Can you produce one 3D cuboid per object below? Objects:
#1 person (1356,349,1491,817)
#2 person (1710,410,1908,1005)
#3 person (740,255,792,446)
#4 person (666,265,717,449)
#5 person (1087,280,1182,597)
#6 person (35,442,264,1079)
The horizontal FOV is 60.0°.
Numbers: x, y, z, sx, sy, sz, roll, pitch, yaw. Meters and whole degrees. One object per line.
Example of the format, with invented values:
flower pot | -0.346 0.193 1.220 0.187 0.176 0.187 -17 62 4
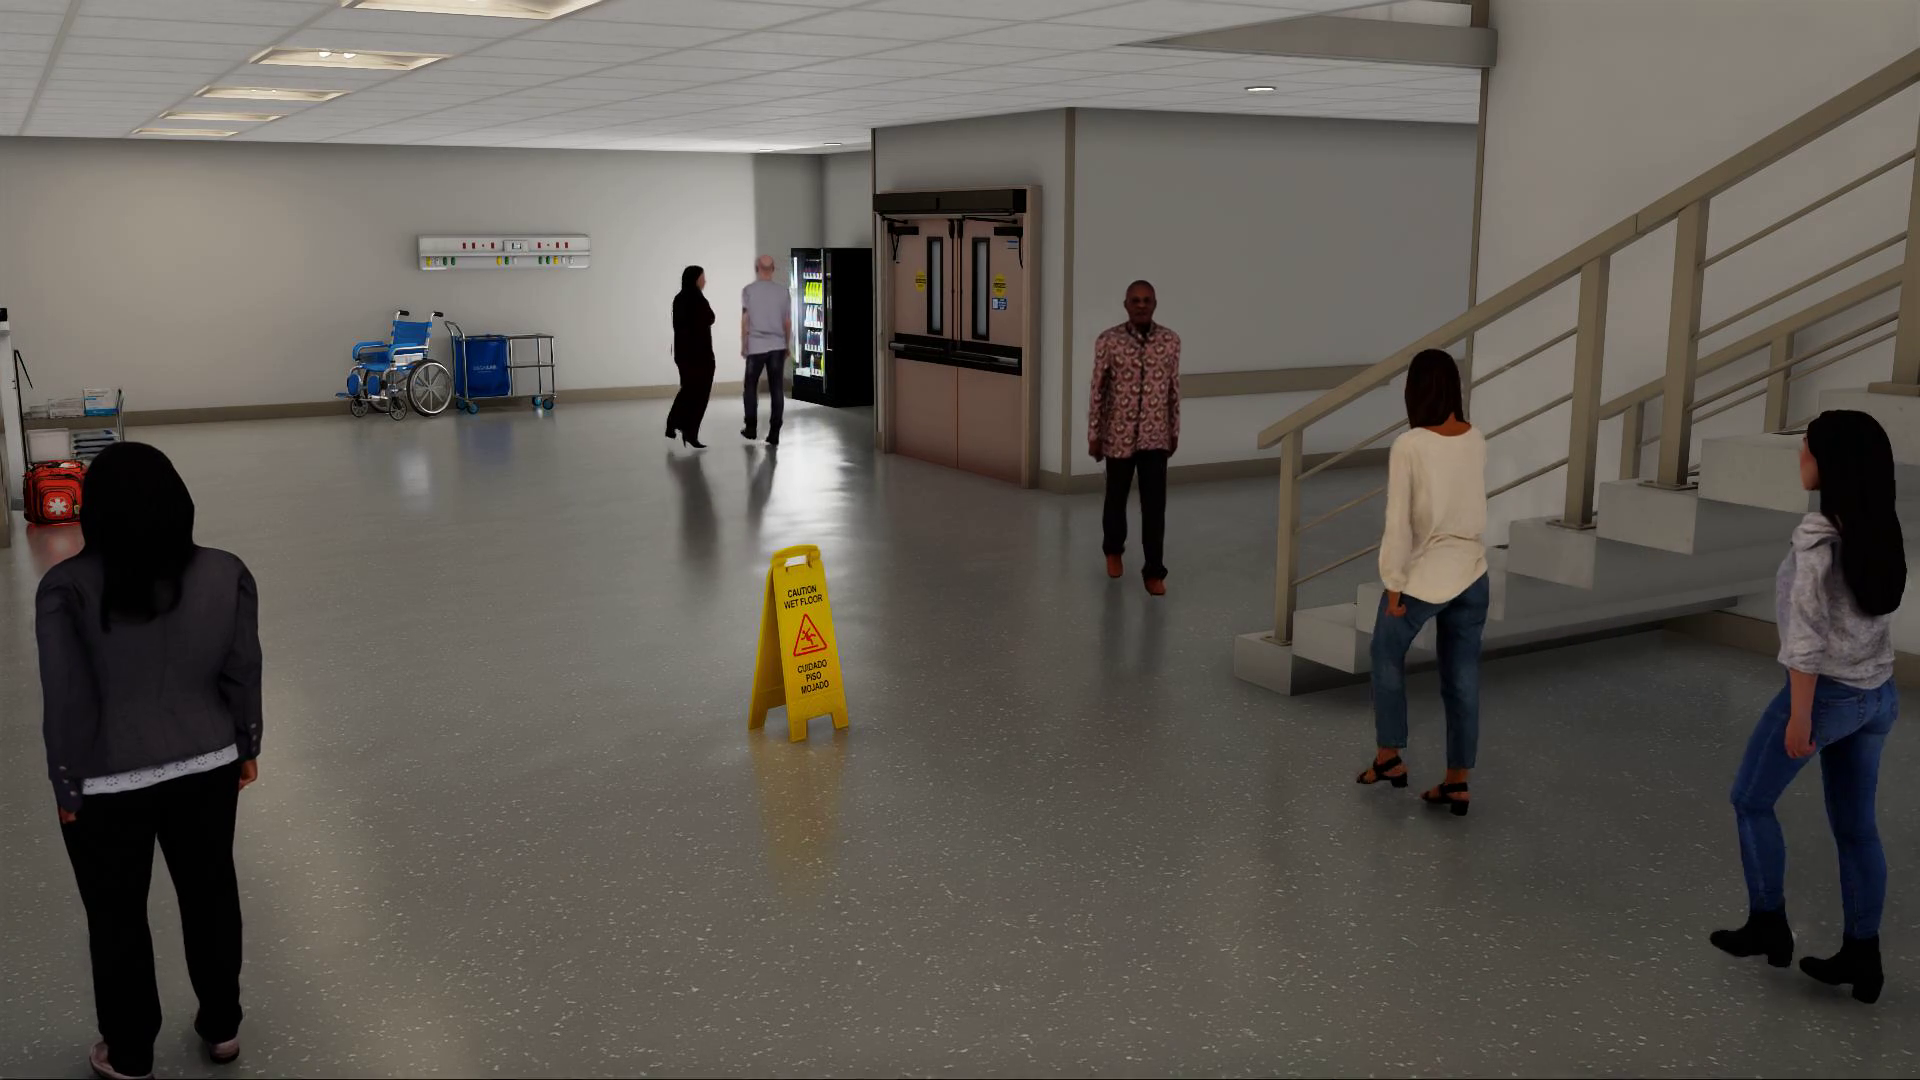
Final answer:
person | 1.750 0.173 5.924 0.707 1.665 0.762 -3 11 -16
person | 2.433 0.474 4.480 0.639 1.612 0.664 -7 13 -31
person | -1.849 -1.808 15.982 0.799 1.807 0.994 -4 11 -20
person | -2.558 -1.729 15.781 0.587 1.726 0.878 10 15 42
person | 1.007 -0.590 9.694 1.078 1.758 1.291 0 11 0
person | -1.994 0.552 4.102 0.738 1.598 0.741 -11 15 -44
